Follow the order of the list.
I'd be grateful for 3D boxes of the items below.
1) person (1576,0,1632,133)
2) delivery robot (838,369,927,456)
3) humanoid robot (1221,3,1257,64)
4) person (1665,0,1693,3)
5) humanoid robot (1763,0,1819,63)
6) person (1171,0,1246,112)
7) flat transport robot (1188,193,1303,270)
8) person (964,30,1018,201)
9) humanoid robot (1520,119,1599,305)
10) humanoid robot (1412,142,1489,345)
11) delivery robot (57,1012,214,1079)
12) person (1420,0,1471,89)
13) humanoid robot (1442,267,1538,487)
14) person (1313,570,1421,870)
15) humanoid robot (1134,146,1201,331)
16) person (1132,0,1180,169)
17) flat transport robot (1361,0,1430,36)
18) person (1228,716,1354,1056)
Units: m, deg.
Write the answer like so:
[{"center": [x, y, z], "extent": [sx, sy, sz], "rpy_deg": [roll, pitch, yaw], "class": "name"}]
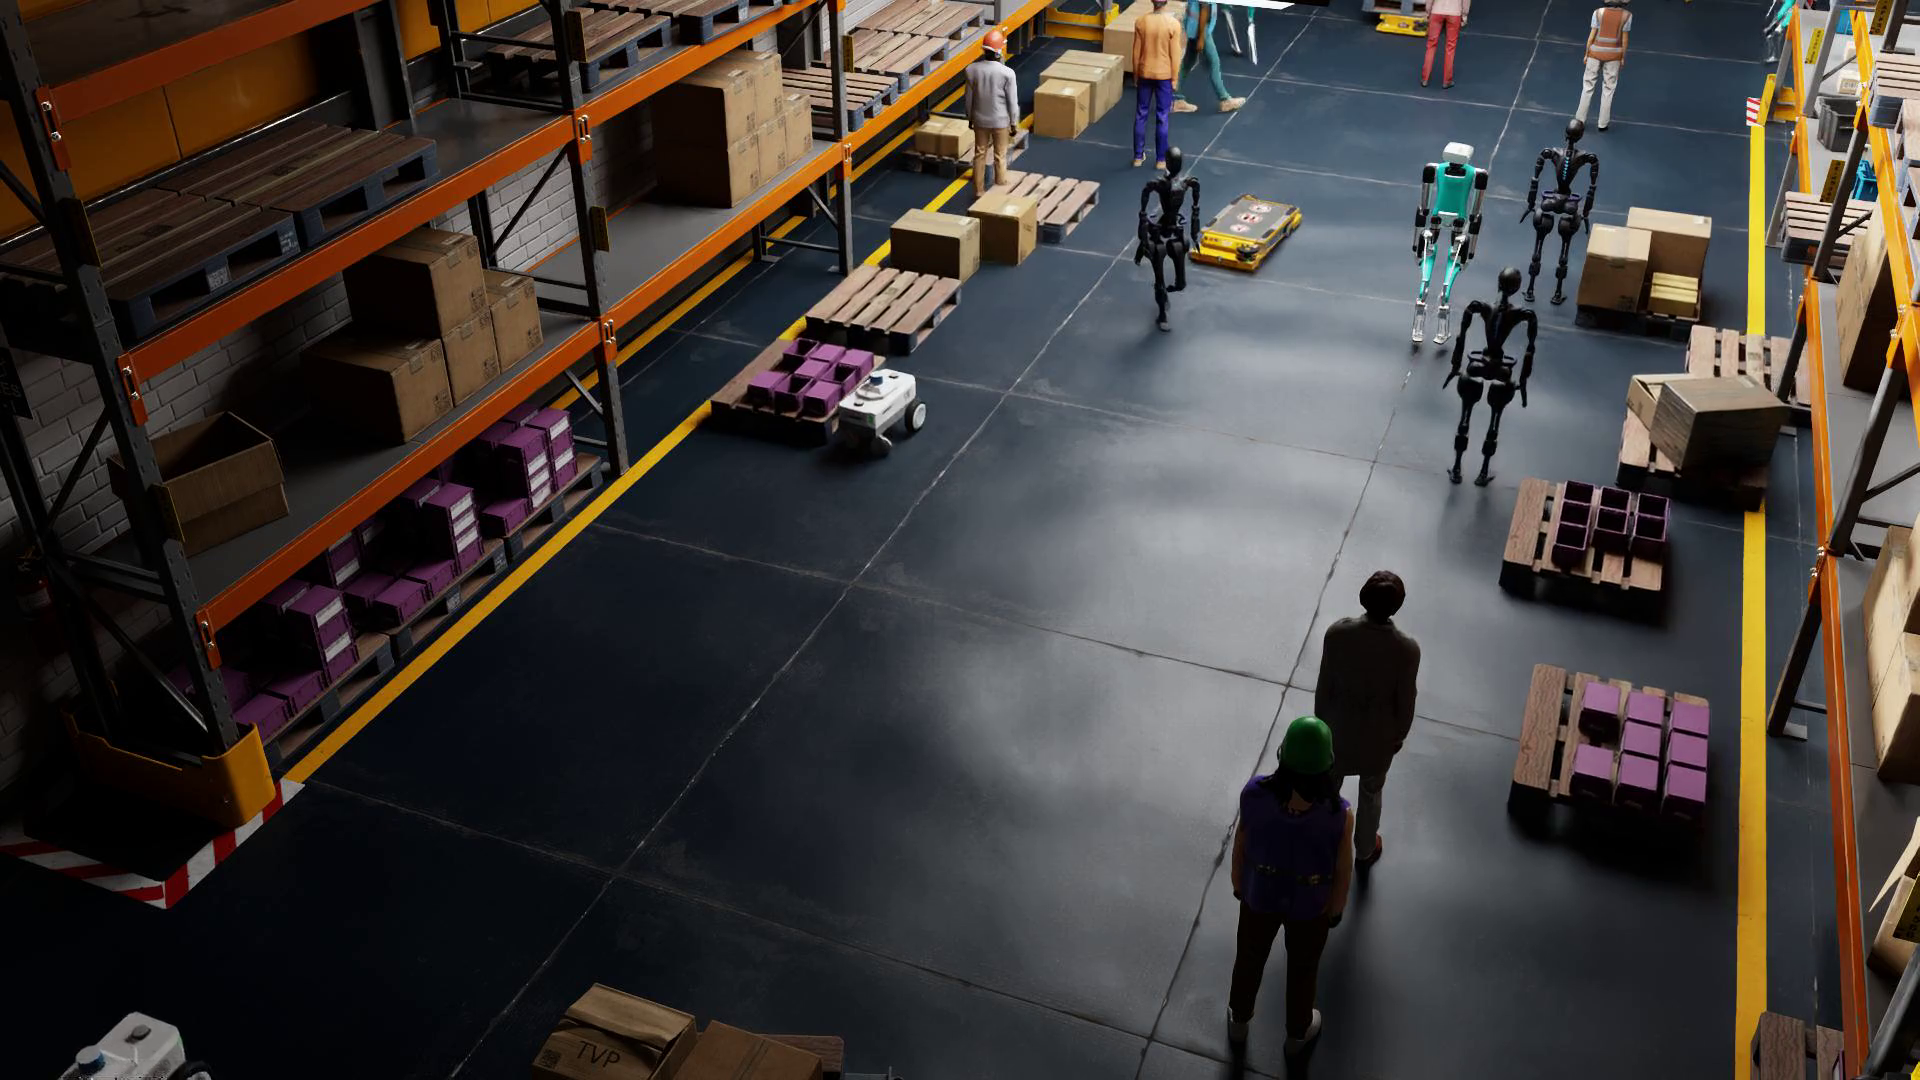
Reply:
[{"center": [7.242, -5.426, 18.676], "extent": [0.448, 1.690, 0.315], "rpy_deg": [12, 35, 18], "class": "person"}, {"center": [-0.612, -1.031, 12.942], "extent": [0.524, 0.614, 0.786], "rpy_deg": [17, 36, 24], "class": "delivery robot"}, {"center": [3.505, -6.884, 20.918], "extent": [0.585, 1.767, 0.919], "rpy_deg": [-6, 33, -10], "class": "humanoid robot"}, {"center": [10.242, -8.400, 23.308], "extent": [0.491, 1.659, 0.337], "rpy_deg": [12, 35, 18], "class": "person"}, {"center": [10.377, -6.754, 20.737], "extent": [0.813, 1.816, 0.545], "rpy_deg": [-14, 35, -20], "class": "humanoid robot"}, {"center": [2.921, -5.838, 19.187], "extent": [0.926, 1.826, 0.562], "rpy_deg": [-4, 33, -6], "class": "person"}, {"center": [2.807, -3.021, 16.267], "extent": [0.659, 0.231, 1.431], "rpy_deg": [17, 36, 24], "class": "flat transport robot"}, {"center": [0.325, -4.273, 16.835], "extent": [0.568, 1.750, 0.328], "rpy_deg": [12, 35, 18], "class": "person"}, {"center": [5.322, -2.931, 14.817], "extent": [0.599, 1.657, 0.315], "rpy_deg": [12, 35, 18], "class": "humanoid robot"}, {"center": [3.997, -2.396, 13.824], "extent": [0.533, 1.677, 0.735], "rpy_deg": [12, 35, 18], "class": "humanoid robot"}, {"center": [-3.816, 2.501, 7.469], "extent": [0.499, 0.607, 0.808], "rpy_deg": [12, 35, 18], "class": "delivery robot"}, {"center": [5.853, -6.328, 20.006], "extent": [0.529, 1.768, 0.310], "rpy_deg": [12, 35, 18], "class": "person"}, {"center": [3.851, -1.191, 12.143], "extent": [0.610, 1.648, 0.390], "rpy_deg": [11, 35, 17], "class": "humanoid robot"}, {"center": [2.098, 0.949, 8.685], "extent": [0.510, 1.832, 0.365], "rpy_deg": [12, 35, 18], "class": "person"}, {"center": [1.769, -2.653, 14.407], "extent": [0.600, 1.635, 0.508], "rpy_deg": [-9, 34, -13], "class": "humanoid robot"}, {"center": [2.077, -4.932, 17.643], "extent": [0.511, 1.988, 0.369], "rpy_deg": [12, 35, 18], "class": "person"}, {"center": [6.169, -7.162, 22.675], "extent": [0.659, 0.231, 1.431], "rpy_deg": [14, 35, 21], "class": "flat transport robot"}, {"center": [1.494, 1.599, 7.584], "extent": [0.540, 1.933, 0.405], "rpy_deg": [12, 35, 18], "class": "person"}]
